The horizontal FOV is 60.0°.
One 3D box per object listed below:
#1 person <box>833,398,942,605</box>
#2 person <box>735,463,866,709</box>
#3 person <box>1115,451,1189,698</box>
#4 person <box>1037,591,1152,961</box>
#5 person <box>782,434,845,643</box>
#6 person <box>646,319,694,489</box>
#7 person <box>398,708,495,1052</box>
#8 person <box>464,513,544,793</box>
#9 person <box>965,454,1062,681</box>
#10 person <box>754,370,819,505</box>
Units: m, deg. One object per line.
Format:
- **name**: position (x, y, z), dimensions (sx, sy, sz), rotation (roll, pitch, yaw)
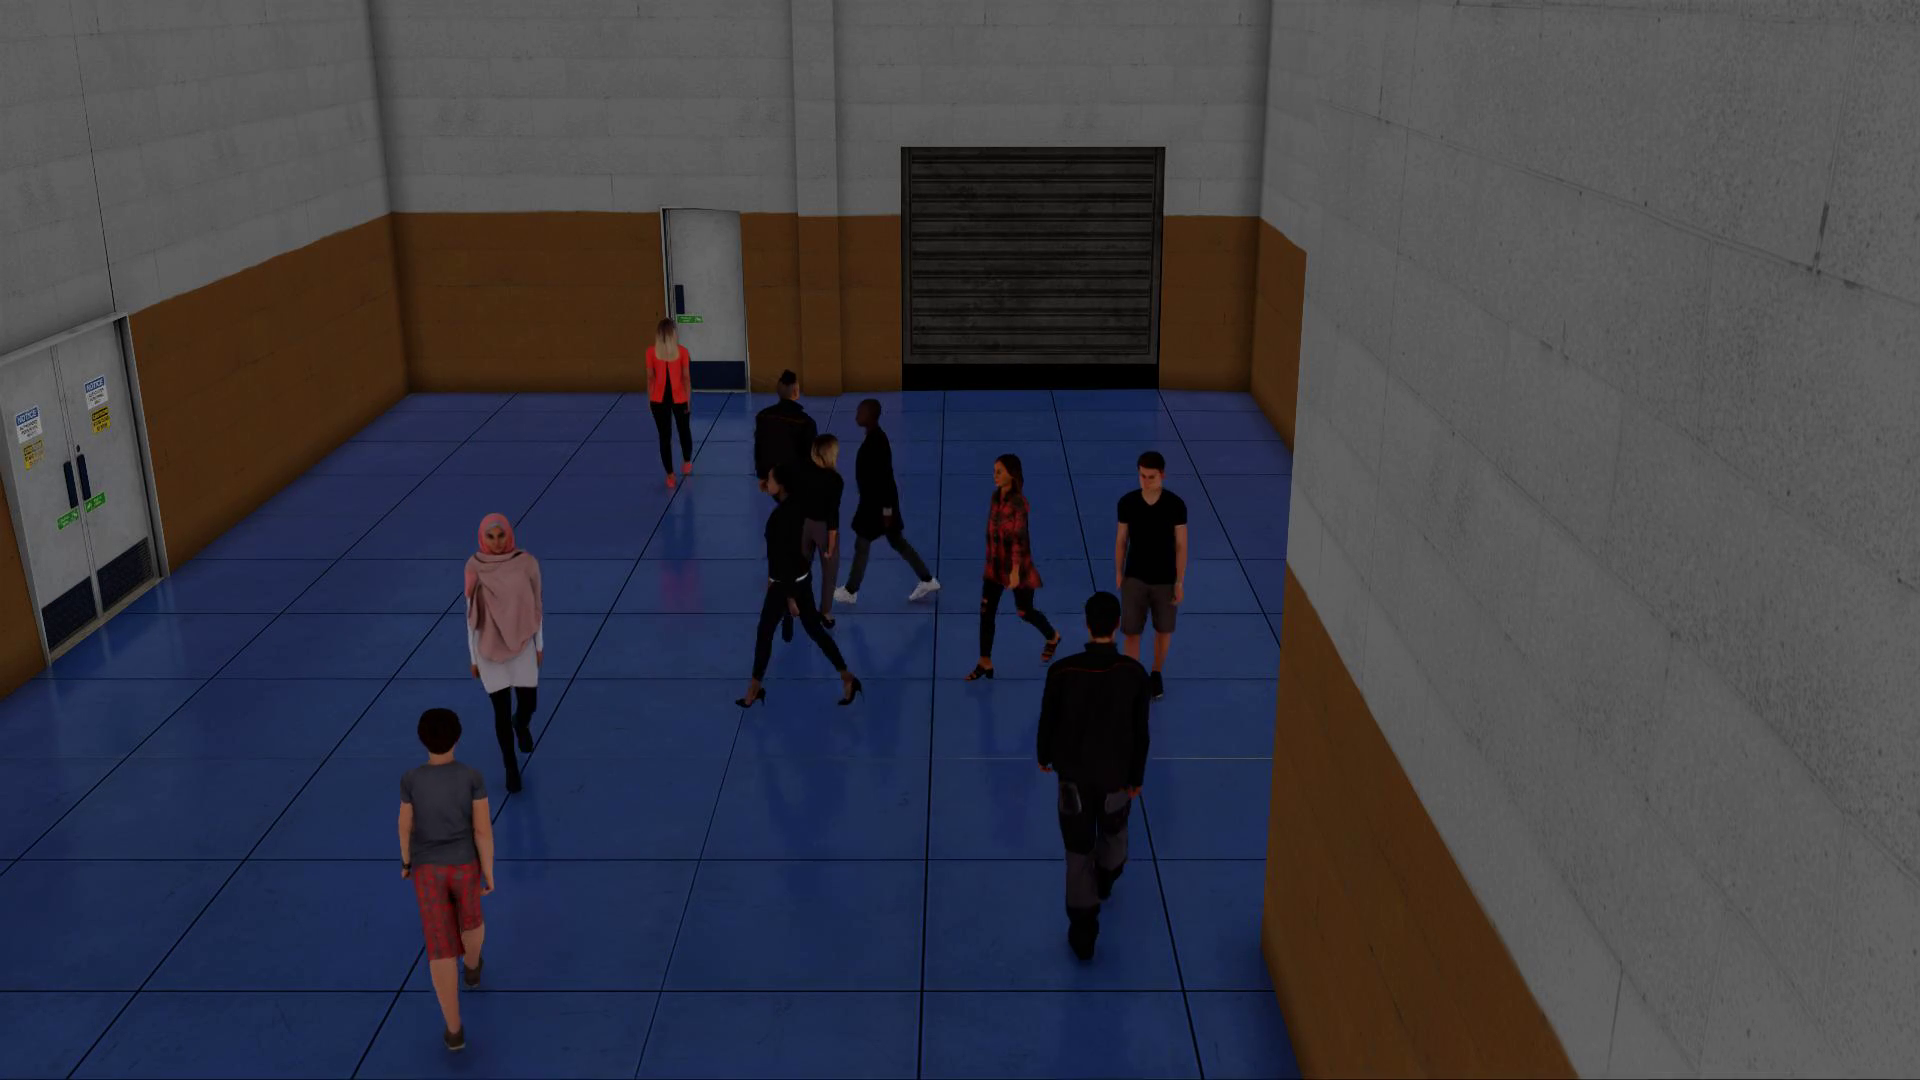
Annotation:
- **person**: position (-0.552, -0.285, 13.419), dimensions (1.173, 1.734, 0.643), rotation (1, 19, 3)
- **person**: position (-1.059, 0.367, 11.400), dimensions (1.188, 1.788, 0.779), rotation (4, 19, 11)
- **person**: position (1.383, 0.236, 11.716), dimensions (0.961, 1.834, 0.861), rotation (4, 19, 11)
- **person**: position (0.692, 1.249, 8.600), dimensions (1.059, 1.906, 0.810), rotation (-1, 19, -3)
- **person**: position (-1.141, 0.028, 12.640), dimensions (1.048, 1.637, 0.930), rotation (6, 20, 18)
- **person**: position (-2.916, -1.345, 16.672), dimensions (0.913, 1.664, 0.738), rotation (-3, 19, -8)
- **person**: position (-2.443, 1.631, 7.905), dimensions (1.134, 1.612, 0.901), rotation (-6, 19, -16)
- **person**: position (-2.872, 0.676, 10.479), dimensions (0.856, 1.791, 0.845), rotation (-6, 20, -18)
- **person**: position (0.431, 0.206, 12.055), dimensions (1.143, 1.675, 1.008), rotation (-14, 23, -35)
- **person**: position (-1.461, -0.503, 13.852), dimensions (0.839, 1.847, 0.949), rotation (12, 22, 31)
